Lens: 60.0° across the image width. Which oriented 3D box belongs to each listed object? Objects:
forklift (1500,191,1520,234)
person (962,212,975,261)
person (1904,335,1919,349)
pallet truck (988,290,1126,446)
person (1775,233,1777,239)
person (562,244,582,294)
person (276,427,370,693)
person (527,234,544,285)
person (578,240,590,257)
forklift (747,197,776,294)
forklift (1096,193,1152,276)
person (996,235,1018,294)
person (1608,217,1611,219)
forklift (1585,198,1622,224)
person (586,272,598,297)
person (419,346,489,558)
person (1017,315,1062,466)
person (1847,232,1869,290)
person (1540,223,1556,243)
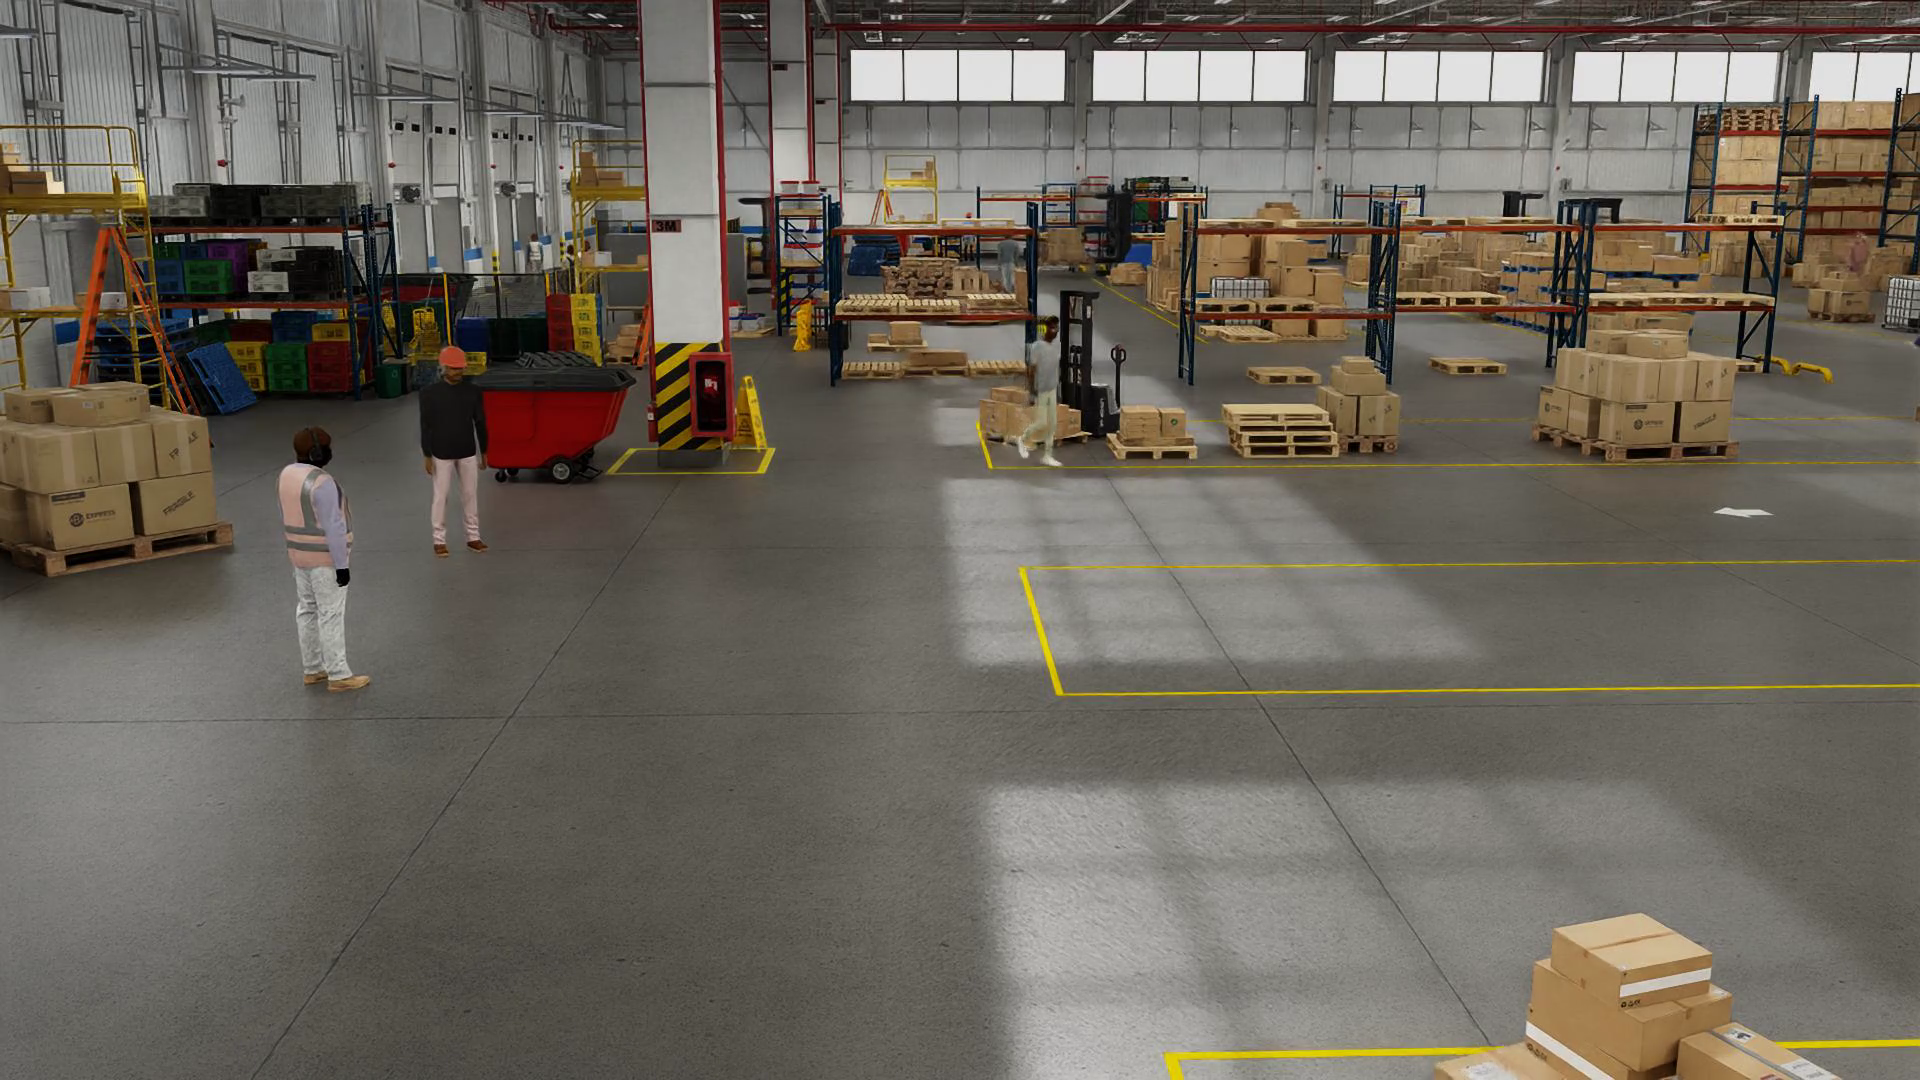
[{"bbox_3d":[20.773,-11.780,62.906,1.873,2.768,1.129,0,12,-2],"label":"forklift"},{"bbox_3d":[0.358,-12.240,67.129,0.545,1.939,0.354,4,13,19],"label":"person"},{"bbox_3d":[19.656,-4.735,33.416,1.012,1.858,0.613,7,14,30],"label":"person"},{"bbox_3d":[1.257,-2.299,22.111,1.885,1.965,0.823,-9,15,-35],"label":"pallet truck"},{"bbox_3d":[29.328,-10.443,59.700,0.522,1.636,0.311,6,14,25],"label":"person"},{"bbox_3d":[-9.388,-6.263,40.374,0.520,1.848,0.379,-4,13,-18],"label":"person"},{"bbox_3d":[-4.404,0.134,11.484,0.627,1.844,0.429,10,16,37],"label":"person"},{"bbox_3d":[-13.506,-8.929,52.949,0.527,1.592,0.849,-2,13,-7],"label":"person"},{"bbox_3d":[-9.236,-6.460,41.154,0.585,1.882,0.343,1,13,3],"label":"person"},{"bbox_3d":[-5.349,-8.612,48.604,1.873,2.768,1.129,0,12,-2],"label":"forklift"},{"bbox_3d":[5.681,-10.456,56.928,1.873,2.768,1.129,0,12,-2],"label":"forklift"},{"bbox_3d":[1.359,-7.947,47.772,0.657,1.924,0.493,-3,13,-14],"label":"person"},{"bbox_3d":[24.374,-11.182,62.443,0.652,1.892,0.955,-3,13,-14],"label":"person"},{"bbox_3d":[17.916,-8.149,46.513,1.873,2.768,1.129,-8,15,-33],"label":"forklift"},{"bbox_3d":[-8.756,-5.955,39.264,0.490,1.713,0.809,2,13,8],"label":"person"},{"bbox_3d":[-4.690,-0.818,15.485,0.627,1.981,0.441,-8,15,-33],"label":"person"},{"bbox_3d":[1.019,-1.836,20.363,0.555,1.850,0.494,12,17,44],"label":"person"},{"bbox_3d":[25.651,-7.868,47.579,0.631,1.869,0.995,0,12,-1],"label":"person"},{"bbox_3d":[18.771,-9.126,52.977,0.633,1.968,0.666,4,13,16],"label":"person"}]
